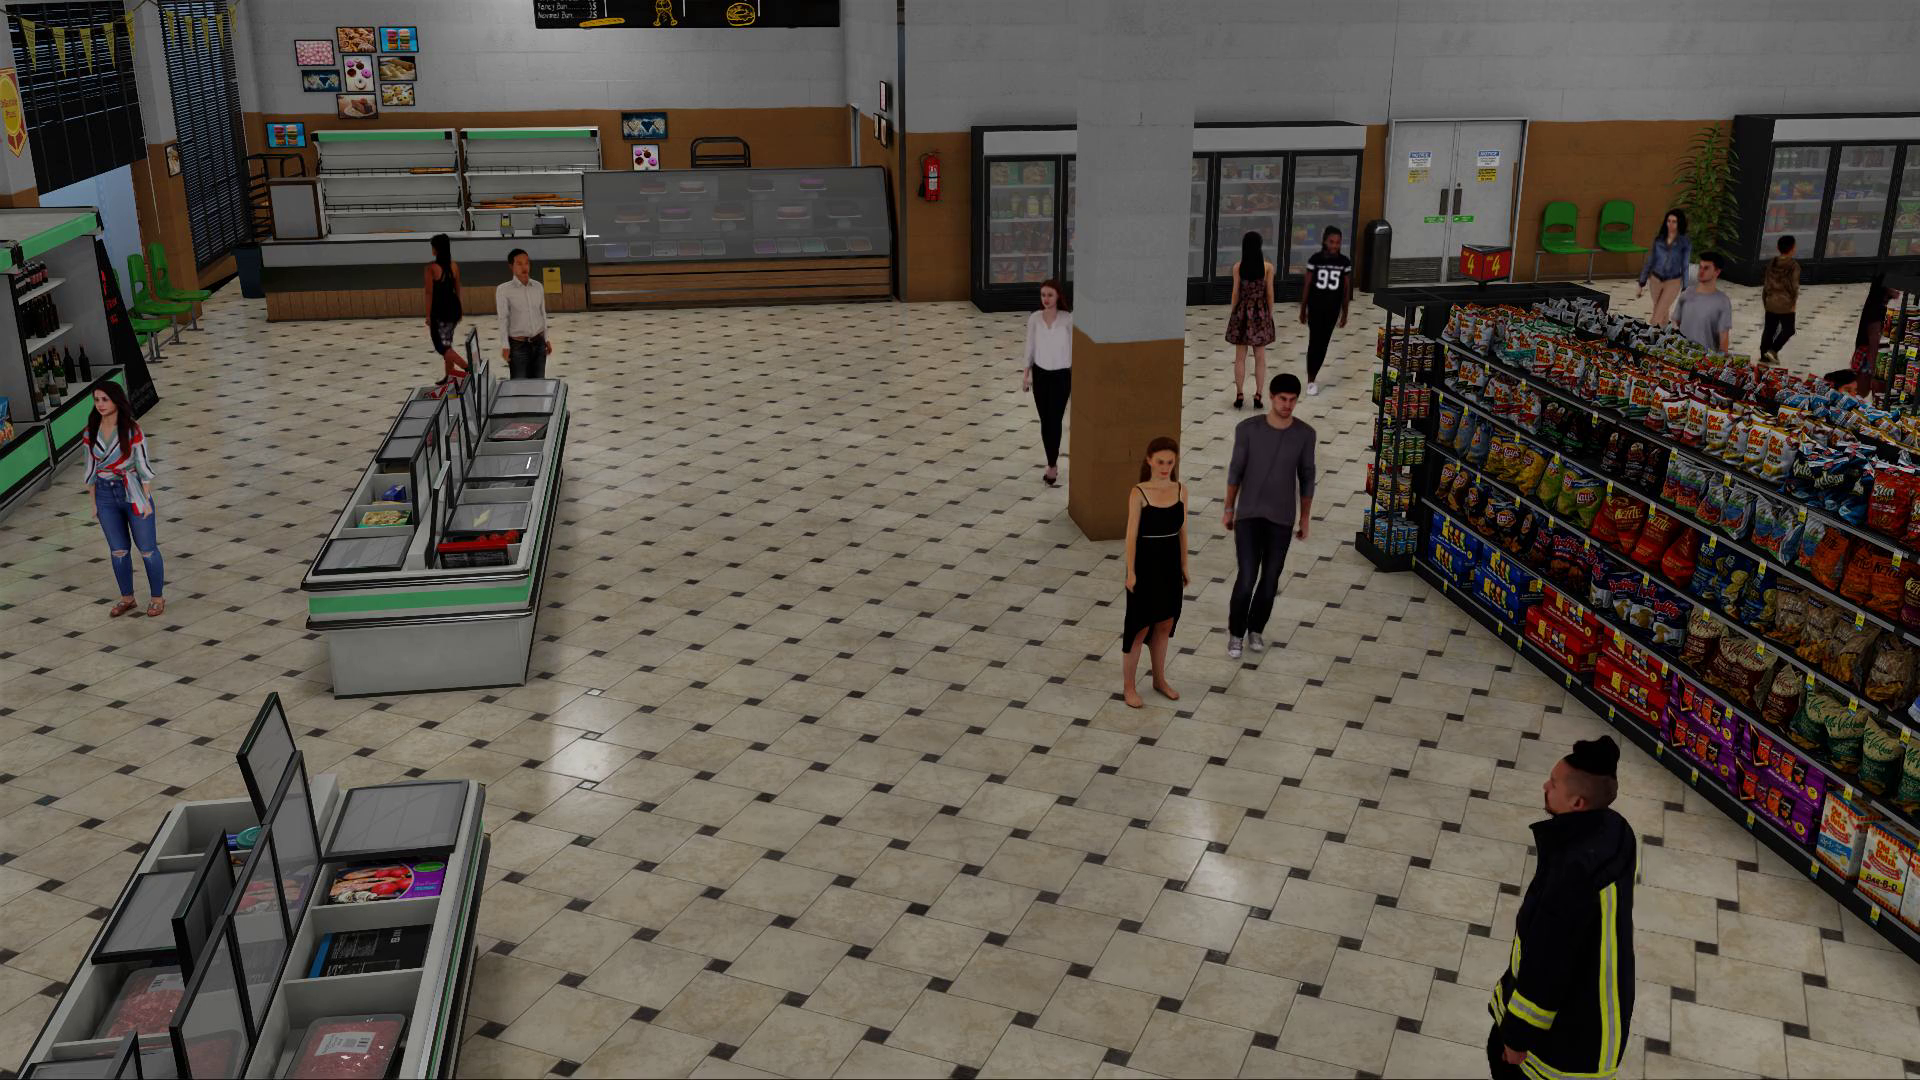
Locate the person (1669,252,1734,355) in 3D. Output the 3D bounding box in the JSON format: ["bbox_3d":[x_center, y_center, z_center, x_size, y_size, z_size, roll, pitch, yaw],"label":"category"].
[{"bbox_3d":[6.610,-1.599,14.763,0.956,1.832,1.236,-8,20,-23],"label":"person"}]

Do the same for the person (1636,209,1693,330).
[{"bbox_3d":[7.815,-2.739,18.333,1.092,1.712,1.244,-13,23,-33],"label":"person"}]

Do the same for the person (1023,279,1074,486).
[{"bbox_3d":[0.804,-1.357,14.182,0.764,1.744,0.816,7,20,19],"label":"person"}]

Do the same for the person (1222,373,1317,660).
[{"bbox_3d":[1.937,-0.183,10.566,0.761,1.831,0.739,1,19,3],"label":"person"}]

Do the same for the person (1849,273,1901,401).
[{"bbox_3d":[7.896,-1.482,14.628,1.161,1.697,1.065,14,23,35],"label":"person"}]

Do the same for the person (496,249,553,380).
[{"bbox_3d":[-4.018,-1.788,15.354,0.763,1.811,0.745,17,25,41],"label":"person"}]

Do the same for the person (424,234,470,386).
[{"bbox_3d":[-5.300,-2.339,17.240,0.958,1.651,0.932,10,21,28],"label":"person"}]

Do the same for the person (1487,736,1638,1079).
[{"bbox_3d":[2.092,1.517,5.493,0.978,1.851,0.910,12,22,32],"label":"person"}]

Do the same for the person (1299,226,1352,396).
[{"bbox_3d":[3.773,-2.393,17.299,0.721,1.717,0.886,1,19,3],"label":"person"}]

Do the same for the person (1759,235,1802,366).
[{"bbox_3d":[9.049,-2.630,18.425,0.738,1.445,0.647,-12,22,-31],"label":"person"}]

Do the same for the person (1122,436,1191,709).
[{"bbox_3d":[1.151,0.170,9.840,0.625,1.626,0.632,-8,20,-23],"label":"person"}]

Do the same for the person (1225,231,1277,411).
[{"bbox_3d":[2.907,-2.187,16.599,0.763,1.773,0.787,3,19,9],"label":"person"}]

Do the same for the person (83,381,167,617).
[{"bbox_3d":[-5.629,-0.283,11.201,0.611,1.614,0.543,-1,19,-3],"label":"person"}]
